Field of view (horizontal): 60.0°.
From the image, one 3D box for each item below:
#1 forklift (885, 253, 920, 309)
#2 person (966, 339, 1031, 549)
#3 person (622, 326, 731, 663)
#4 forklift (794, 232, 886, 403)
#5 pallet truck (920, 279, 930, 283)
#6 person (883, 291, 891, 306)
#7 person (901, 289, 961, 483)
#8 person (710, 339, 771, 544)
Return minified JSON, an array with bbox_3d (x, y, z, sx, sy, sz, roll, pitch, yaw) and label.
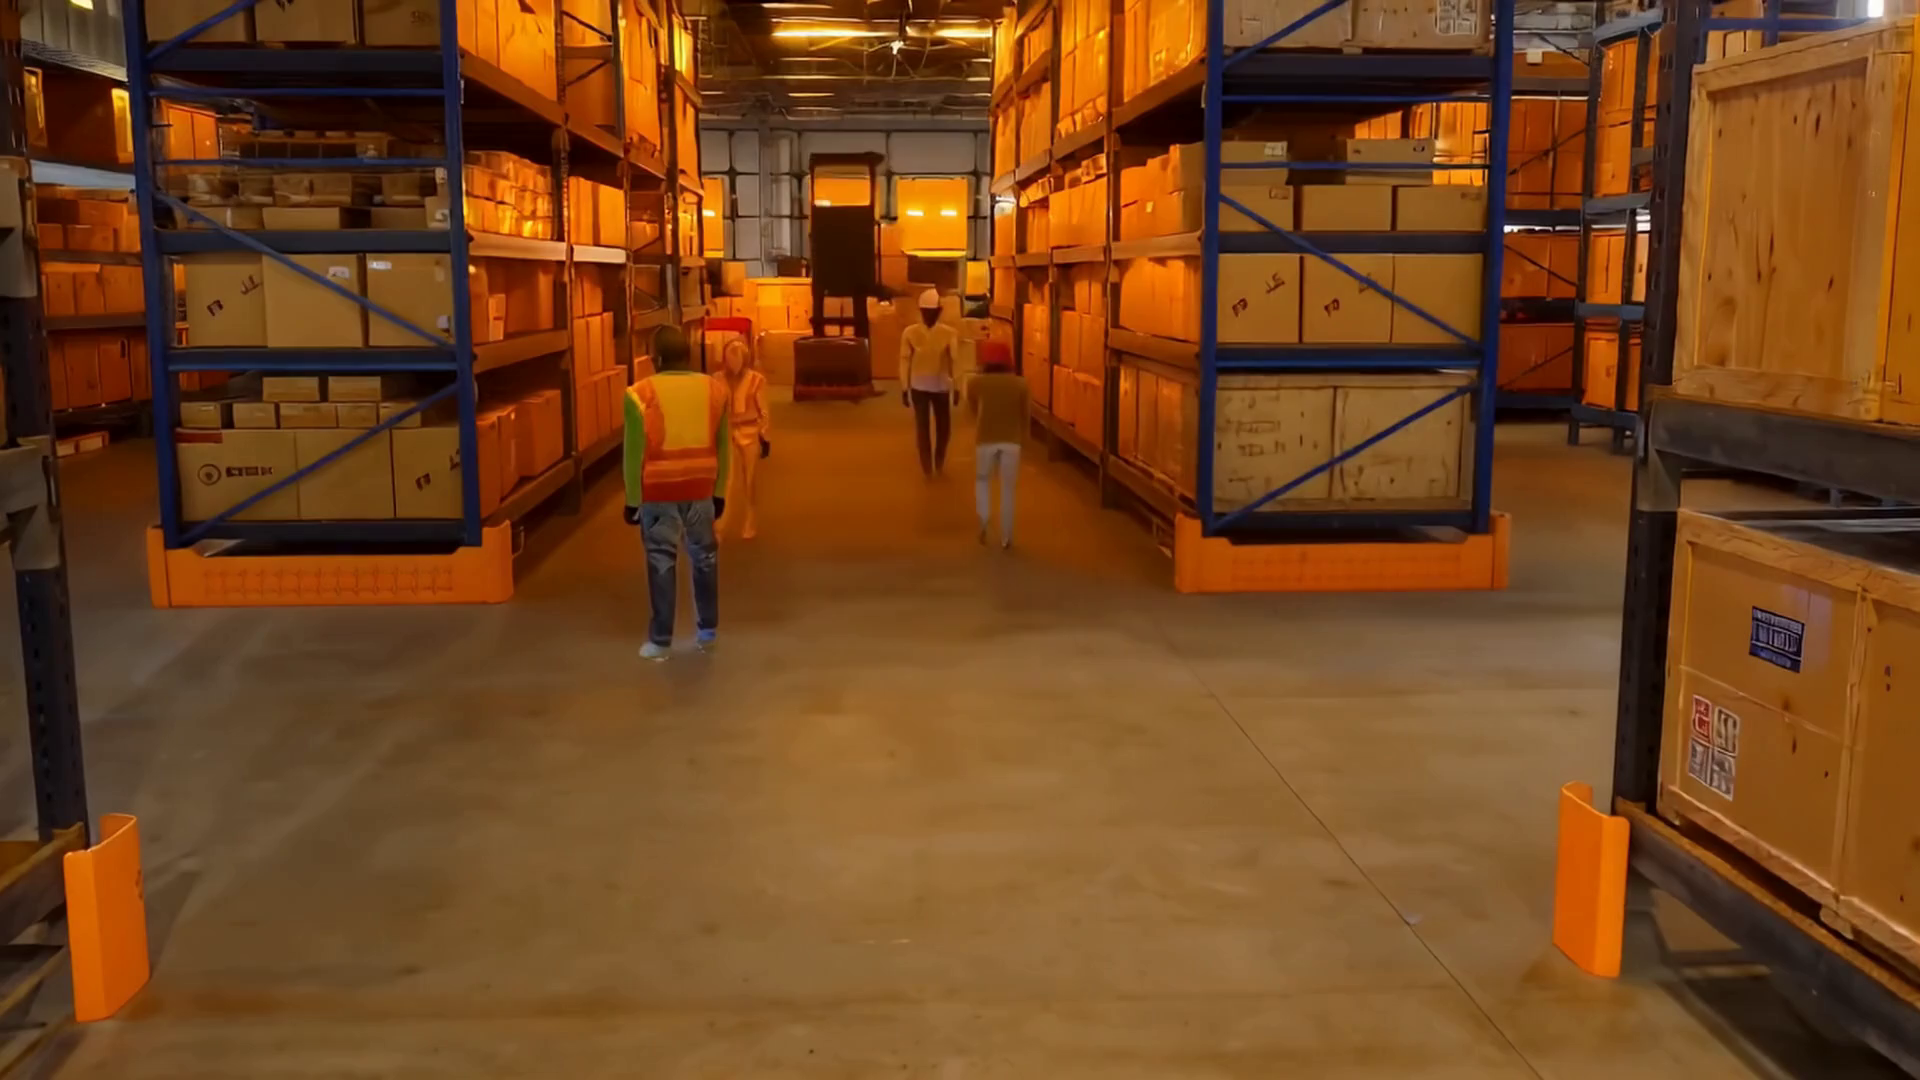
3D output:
[{"bbox_3d":[-1.788,-7.999,54.557,1.129,2.768,1.873,-6,11,-32],"label":"forklift"},{"bbox_3d":[0.303,-0.742,12.929,0.502,1.625,0.386,0,9,2],"label":"person"},{"bbox_3d":[-1.567,-0.249,9.147,0.625,1.844,0.429,-6,11,-33],"label":"person"},{"bbox_3d":[-2.022,-3.726,27.729,1.129,2.768,1.873,2,9,12],"label":"forklift"},{"bbox_3d":[-0.932,-8.922,63.114,1.885,1.965,0.823,2,9,13],"label":"pallet truck"},{"bbox_3d":[-2.569,-7.953,58.149,0.313,1.639,0.517,-1,9,-6],"label":"person"},{"bbox_3d":[-0.305,-1.590,17.145,0.619,1.976,0.643,0,9,-2],"label":"person"},{"bbox_3d":[-1.758,-0.770,13.119,0.541,1.602,0.705,1,9,8],"label":"person"}]
